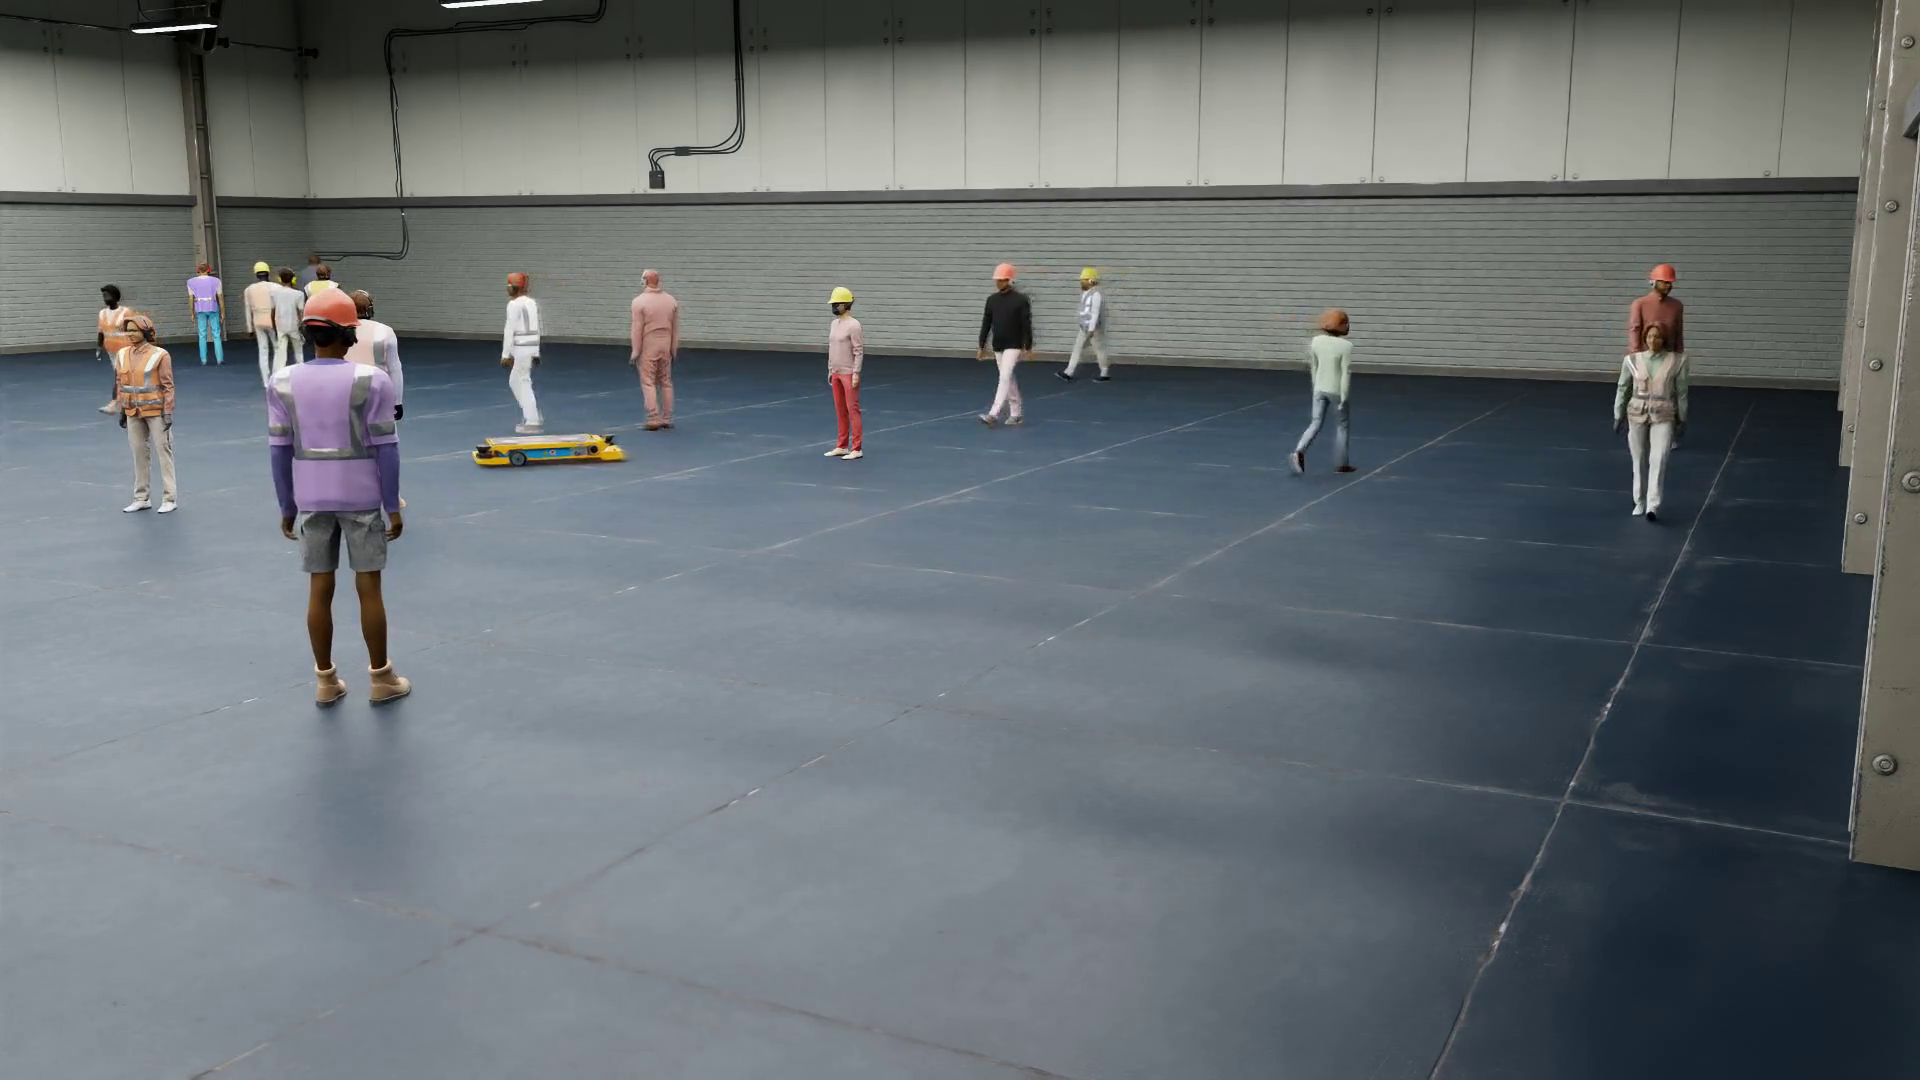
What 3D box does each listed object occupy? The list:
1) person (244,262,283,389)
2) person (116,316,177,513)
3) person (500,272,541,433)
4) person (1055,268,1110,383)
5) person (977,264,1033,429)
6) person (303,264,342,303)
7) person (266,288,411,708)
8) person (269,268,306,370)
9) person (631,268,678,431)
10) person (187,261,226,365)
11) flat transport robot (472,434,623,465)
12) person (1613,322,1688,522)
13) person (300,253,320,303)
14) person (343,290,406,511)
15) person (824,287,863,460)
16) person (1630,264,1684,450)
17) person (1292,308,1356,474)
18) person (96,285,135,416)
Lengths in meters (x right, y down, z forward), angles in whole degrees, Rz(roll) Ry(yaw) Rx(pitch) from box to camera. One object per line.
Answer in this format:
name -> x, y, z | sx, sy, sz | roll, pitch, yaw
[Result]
person -> -10.444, -3.236, 25.083 | 0.622, 1.891, 0.545 | -1, 10, -6
person -> -6.749, -1.038, 13.802 | 0.511, 1.640, 0.308 | 2, 11, 11
person -> -5.114, -2.164, 19.325 | 0.510, 1.866, 0.592 | 1, 10, 7
person -> 1.950, -3.319, 25.833 | 0.914, 1.781, 0.617 | -4, 11, -20
person -> 0.475, -2.301, 19.834 | 0.656, 1.943, 0.993 | 9, 13, 39
person -> -9.958, -3.409, 26.176 | 0.621, 1.845, 0.429 | 1, 10, 4
person -> -3.019, -0.197, 8.111 | 0.609, 2.044, 0.393 | 0, 10, 0
person -> -9.716, -3.011, 24.084 | 0.503, 1.819, 0.993 | -2, 11, -11
person -> -3.634, -2.246, 19.665 | 0.403, 1.906, 0.651 | 9, 14, 41
person -> -13.349, -4.015, 29.487 | 0.564, 1.839, 0.390 | -4, 11, -19
flat transport robot -> -4.209, -0.930, 16.943 | 1.431, 0.197, 0.652 | -4, 11, -20
person -> 5.540, -0.944, 13.390 | 0.540, 1.601, 0.830 | 6, 12, 31
person -> -13.271, -4.953, 34.344 | 0.659, 1.929, 0.419 | 1, 10, 6
person -> -4.945, -1.150, 13.863 | 0.622, 1.844, 0.429 | -1, 10, -6
person -> -1.202, -1.710, 17.121 | 0.313, 1.767, 0.533 | -8, 13, -36
person -> 7.494, -1.963, 17.892 | 0.626, 1.991, 0.434 | -1, 10, -6
person -> 3.521, -1.417, 15.958 | 0.747, 1.604, 0.501 | -10, 14, -42
person -> -10.834, -2.418, 21.259 | 0.546, 1.649, 0.848 | 4, 11, 19
